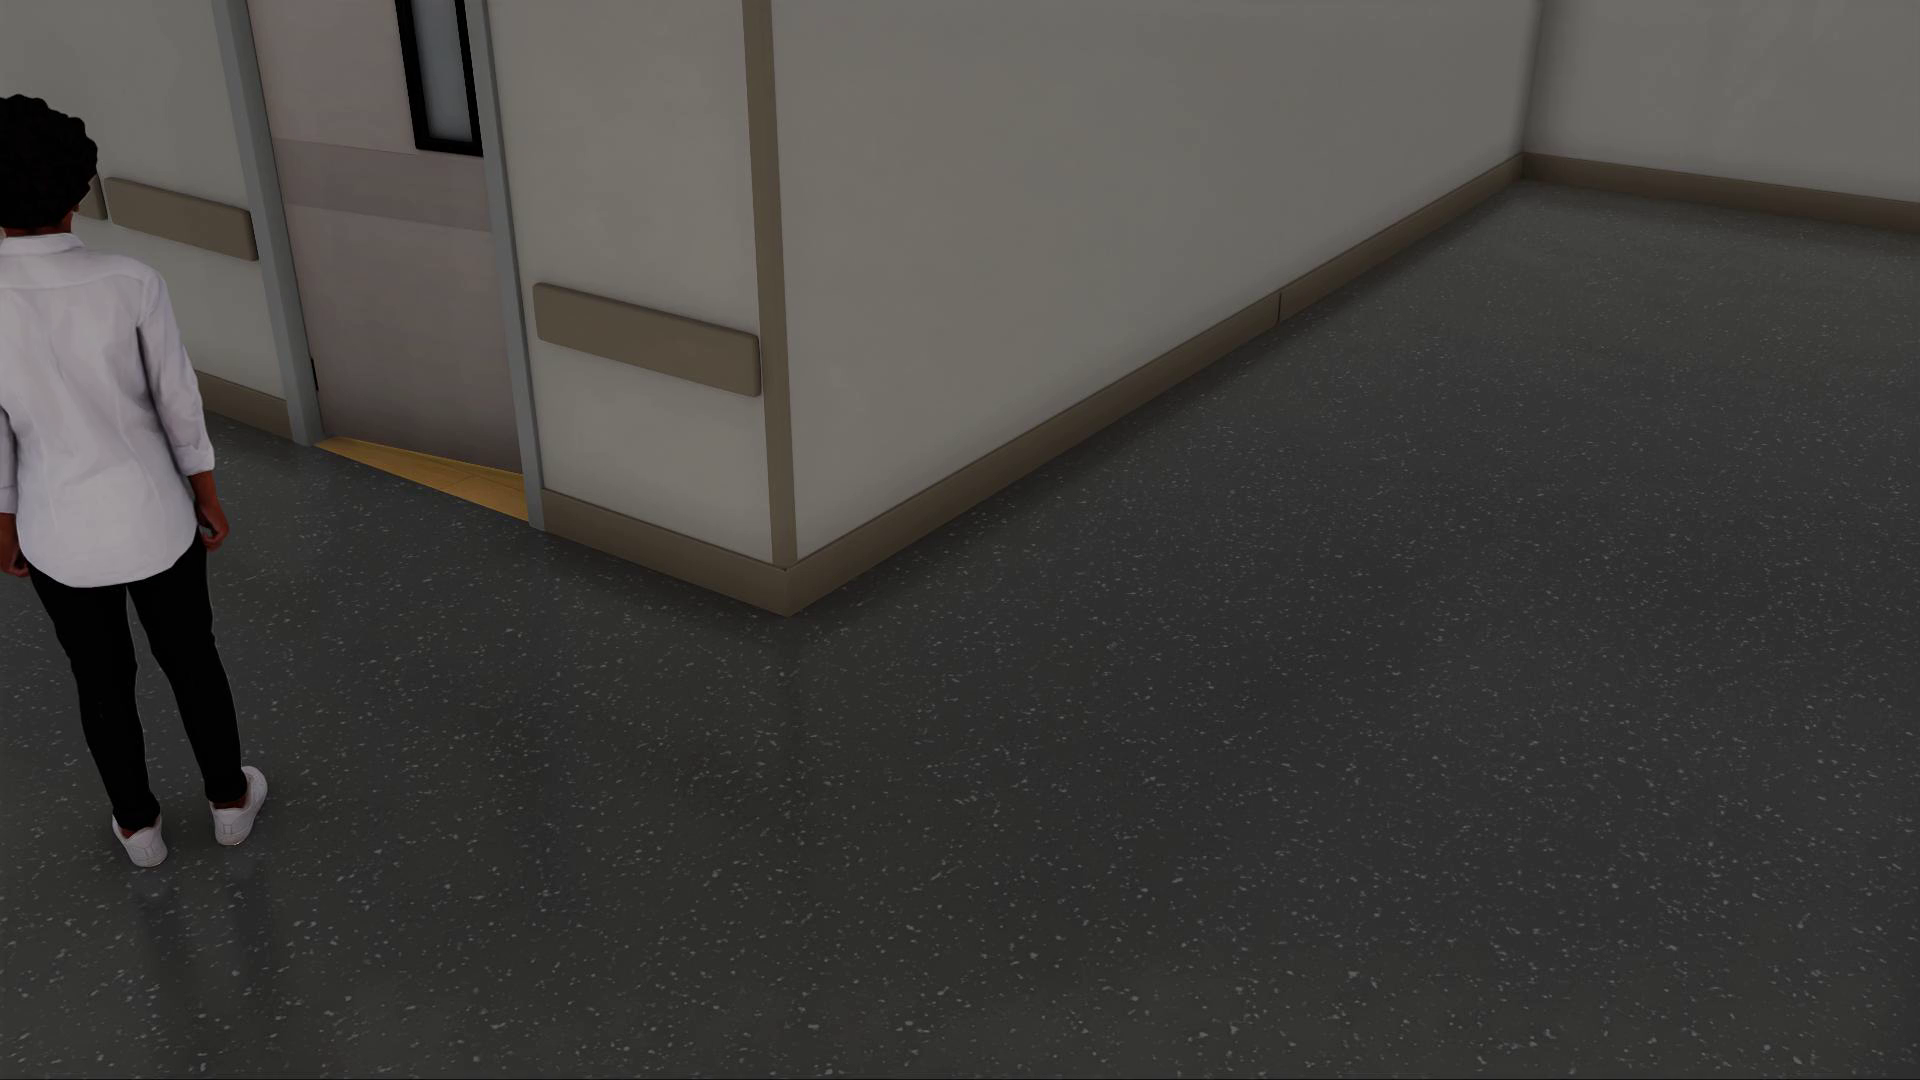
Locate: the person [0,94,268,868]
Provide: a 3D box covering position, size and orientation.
[{"bbox_3d":[-1.931,-0.083,3.755,0.672,1.809,0.785,-11,28,-22],"label":"person"}]
